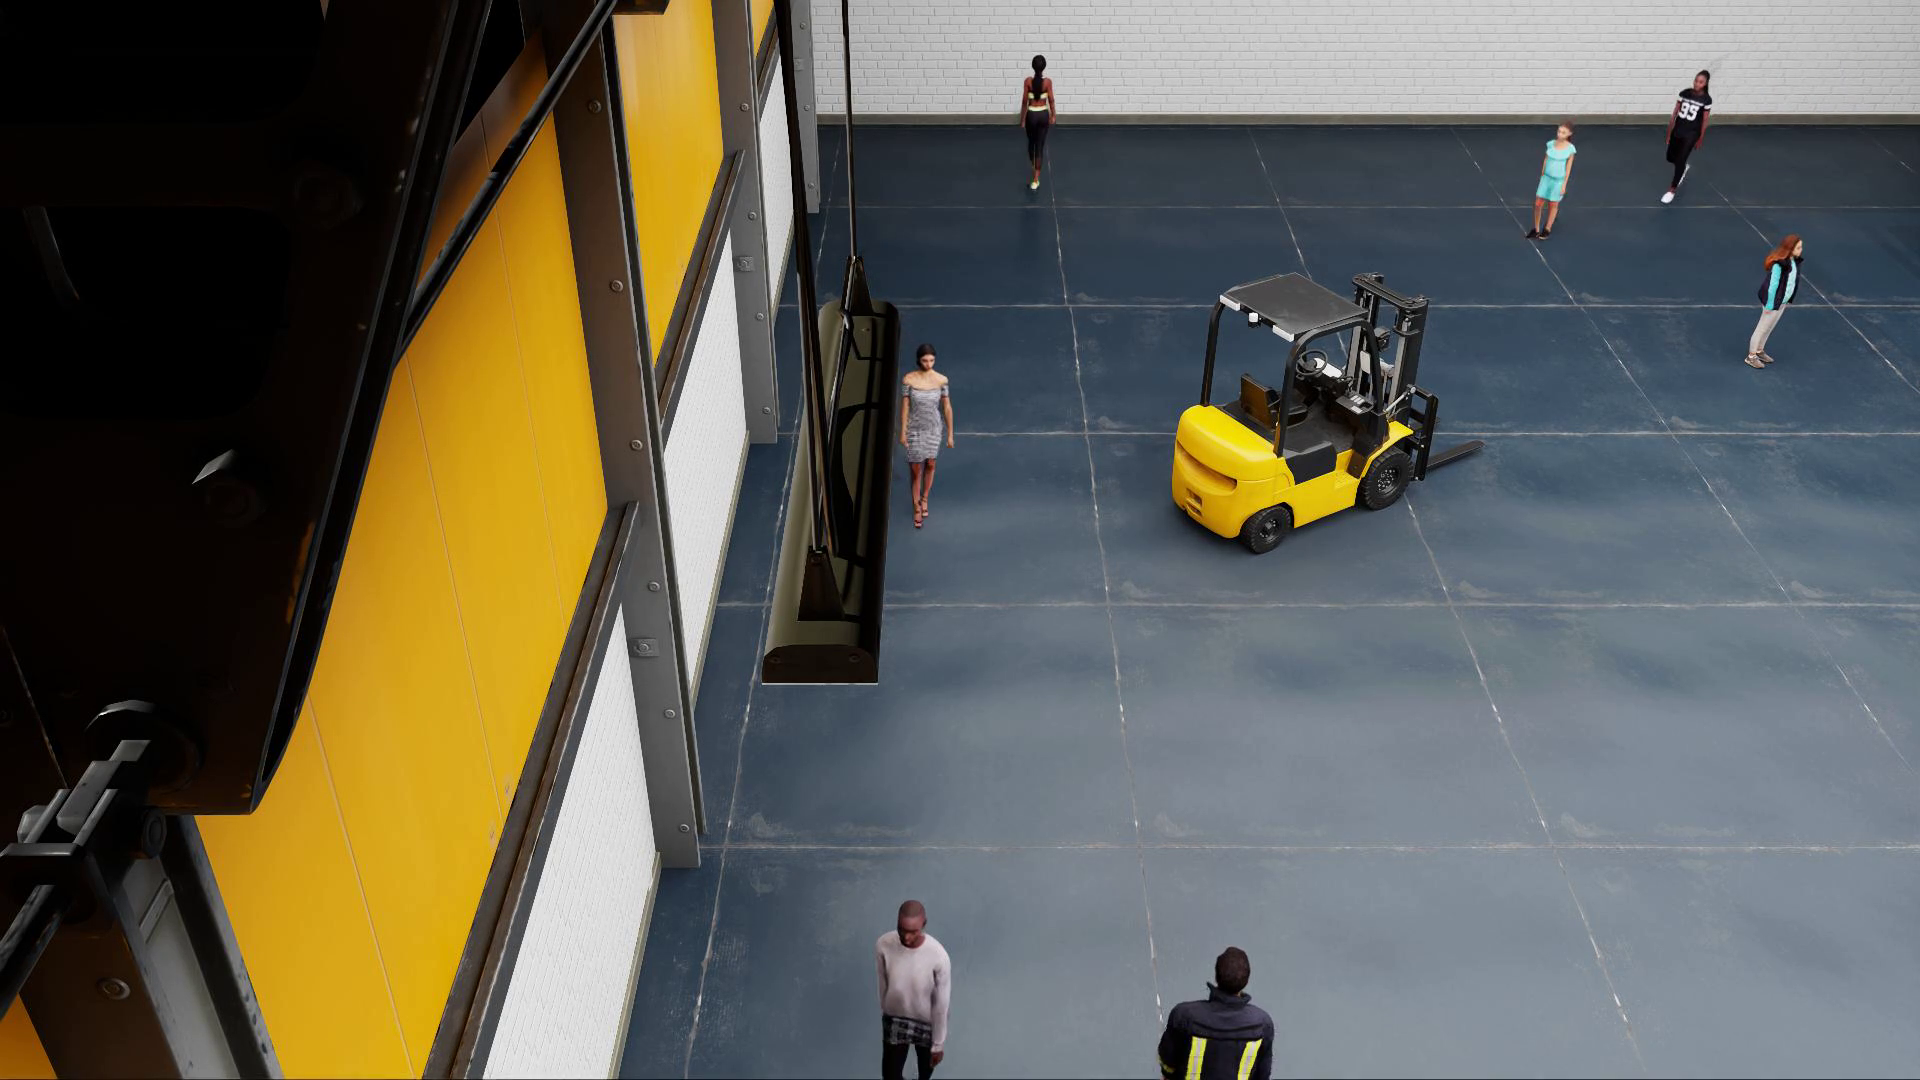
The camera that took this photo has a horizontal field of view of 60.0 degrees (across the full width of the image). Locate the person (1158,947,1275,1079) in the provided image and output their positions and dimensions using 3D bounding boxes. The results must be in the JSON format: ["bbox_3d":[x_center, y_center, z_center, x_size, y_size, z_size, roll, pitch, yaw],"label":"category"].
[{"bbox_3d":[1.375,3.041,9.106,0.771,1.899,1.143,-1,34,-1],"label":"person"}]

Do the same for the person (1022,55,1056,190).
[{"bbox_3d":[1.030,-5.529,22.179,0.660,1.701,1.162,3,34,4],"label":"person"}]

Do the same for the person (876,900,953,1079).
[{"bbox_3d":[-0.234,2.713,9.725,0.706,1.760,0.805,7,34,11],"label":"person"}]

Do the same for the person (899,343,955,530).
[{"bbox_3d":[-0.341,-1.024,15.299,0.689,1.814,0.698,-6,34,-8],"label":"person"}]

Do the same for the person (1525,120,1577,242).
[{"bbox_3d":[7.459,-4.506,20.776,0.741,1.549,0.803,27,42,35],"label":"person"}]

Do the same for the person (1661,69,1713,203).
[{"bbox_3d":[9.576,-5.344,21.891,1.056,1.711,1.010,-28,43,-35],"label":"person"}]

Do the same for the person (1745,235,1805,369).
[{"bbox_3d":[8.797,-2.597,17.948,0.693,1.500,0.746,-25,41,-33],"label":"person"}]
